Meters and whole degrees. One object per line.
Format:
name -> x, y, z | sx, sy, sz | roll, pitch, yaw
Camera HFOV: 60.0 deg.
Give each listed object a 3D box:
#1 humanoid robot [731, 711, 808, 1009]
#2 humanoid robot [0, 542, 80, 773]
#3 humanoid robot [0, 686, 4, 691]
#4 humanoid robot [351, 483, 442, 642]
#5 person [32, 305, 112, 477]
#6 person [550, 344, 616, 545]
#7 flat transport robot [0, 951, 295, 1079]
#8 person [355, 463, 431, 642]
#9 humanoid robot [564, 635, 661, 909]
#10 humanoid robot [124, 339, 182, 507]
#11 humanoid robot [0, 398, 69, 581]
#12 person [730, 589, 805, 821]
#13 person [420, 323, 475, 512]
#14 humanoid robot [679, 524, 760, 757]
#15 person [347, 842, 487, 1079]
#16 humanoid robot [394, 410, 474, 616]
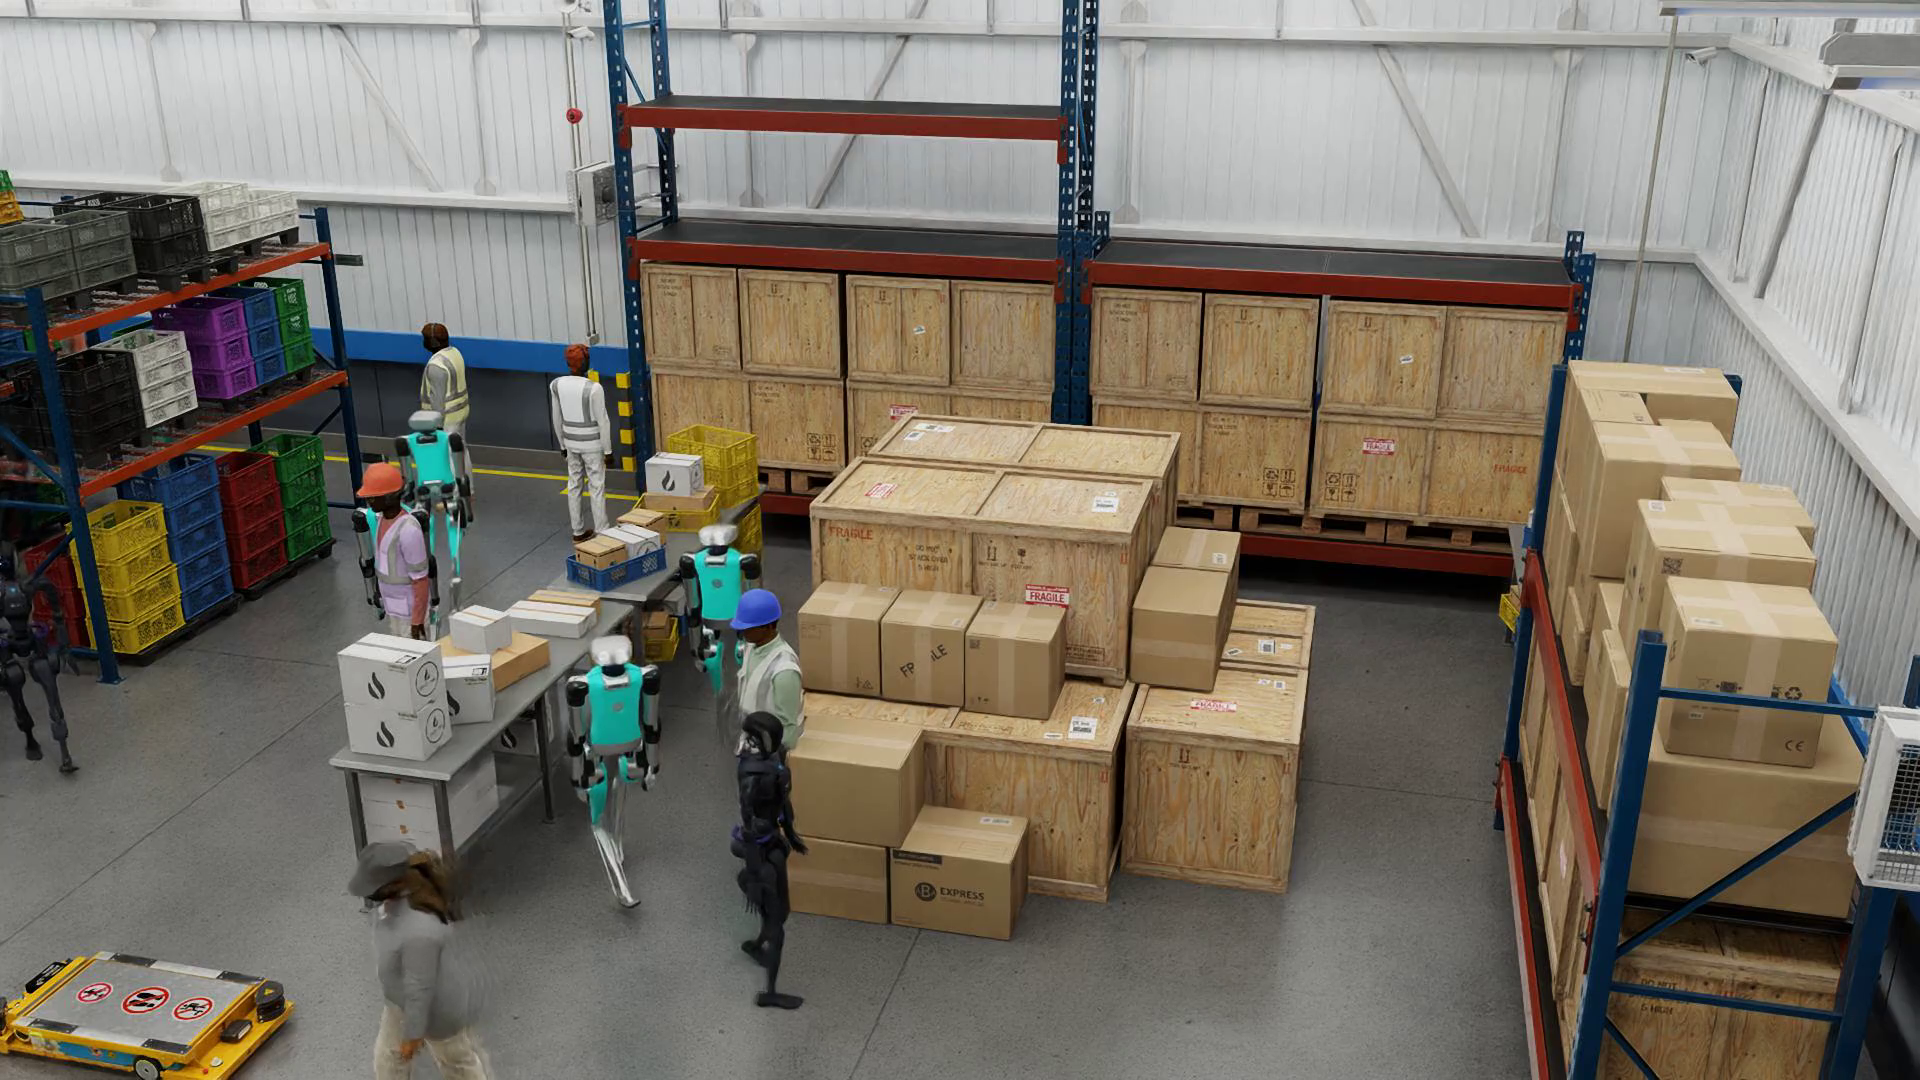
humanoid robot -> -1.026, 1.644, 8.820 | 0.465, 1.643, 0.609 | 5, 22, 13
humanoid robot -> -6.221, 0.790, 11.060 | 0.609, 1.622, 0.782 | -14, 25, -33
humanoid robot -> -7.422, 0.453, 11.954 | 0.723, 1.627, 0.611 | 6, 22, 16
humanoid robot -> -3.967, 0.303, 12.007 | 0.533, 1.677, 0.735 | 0, 21, 0
person -> -9.037, -1.603, 16.864 | 0.611, 1.961, 0.363 | 2, 21, 6
person -> -3.377, -0.845, 14.998 | 0.572, 1.882, 0.356 | 9, 23, 22
flat transport robot -> -4.270, 2.464, 8.601 | 1.431, 0.231, 0.659 | 5, 22, 13
person -> -3.836, 0.444, 11.405 | 0.389, 2.039, 0.613 | -15, 25, -33
humanoid robot -> -2.051, 1.258, 9.710 | 0.535, 1.734, 1.006 | -8, 22, -21
humanoid robot -> -7.686, -1.140, 16.033 | 0.535, 1.764, 1.010 | -1, 21, -2
humanoid robot -> -8.113, -0.444, 14.278 | 0.614, 1.626, 0.635 | 12, 24, 29
person -> -1.101, 1.172, 9.646 | 0.412, 1.939, 0.602 | -10, 23, -24
person -> -4.926, -1.179, 15.948 | 0.431, 1.836, 0.617 | 0, 21, 0
humanoid robot -> -1.534, 0.718, 11.256 | 0.540, 1.899, 0.714 | 2, 21, 4
person -> -2.517, 2.095, 7.504 | 0.755, 1.722, 0.599 | -13, 25, -31
humanoid robot -> -4.185, -0.059, 13.218 | 0.560, 1.812, 0.889 | -3, 21, -7
